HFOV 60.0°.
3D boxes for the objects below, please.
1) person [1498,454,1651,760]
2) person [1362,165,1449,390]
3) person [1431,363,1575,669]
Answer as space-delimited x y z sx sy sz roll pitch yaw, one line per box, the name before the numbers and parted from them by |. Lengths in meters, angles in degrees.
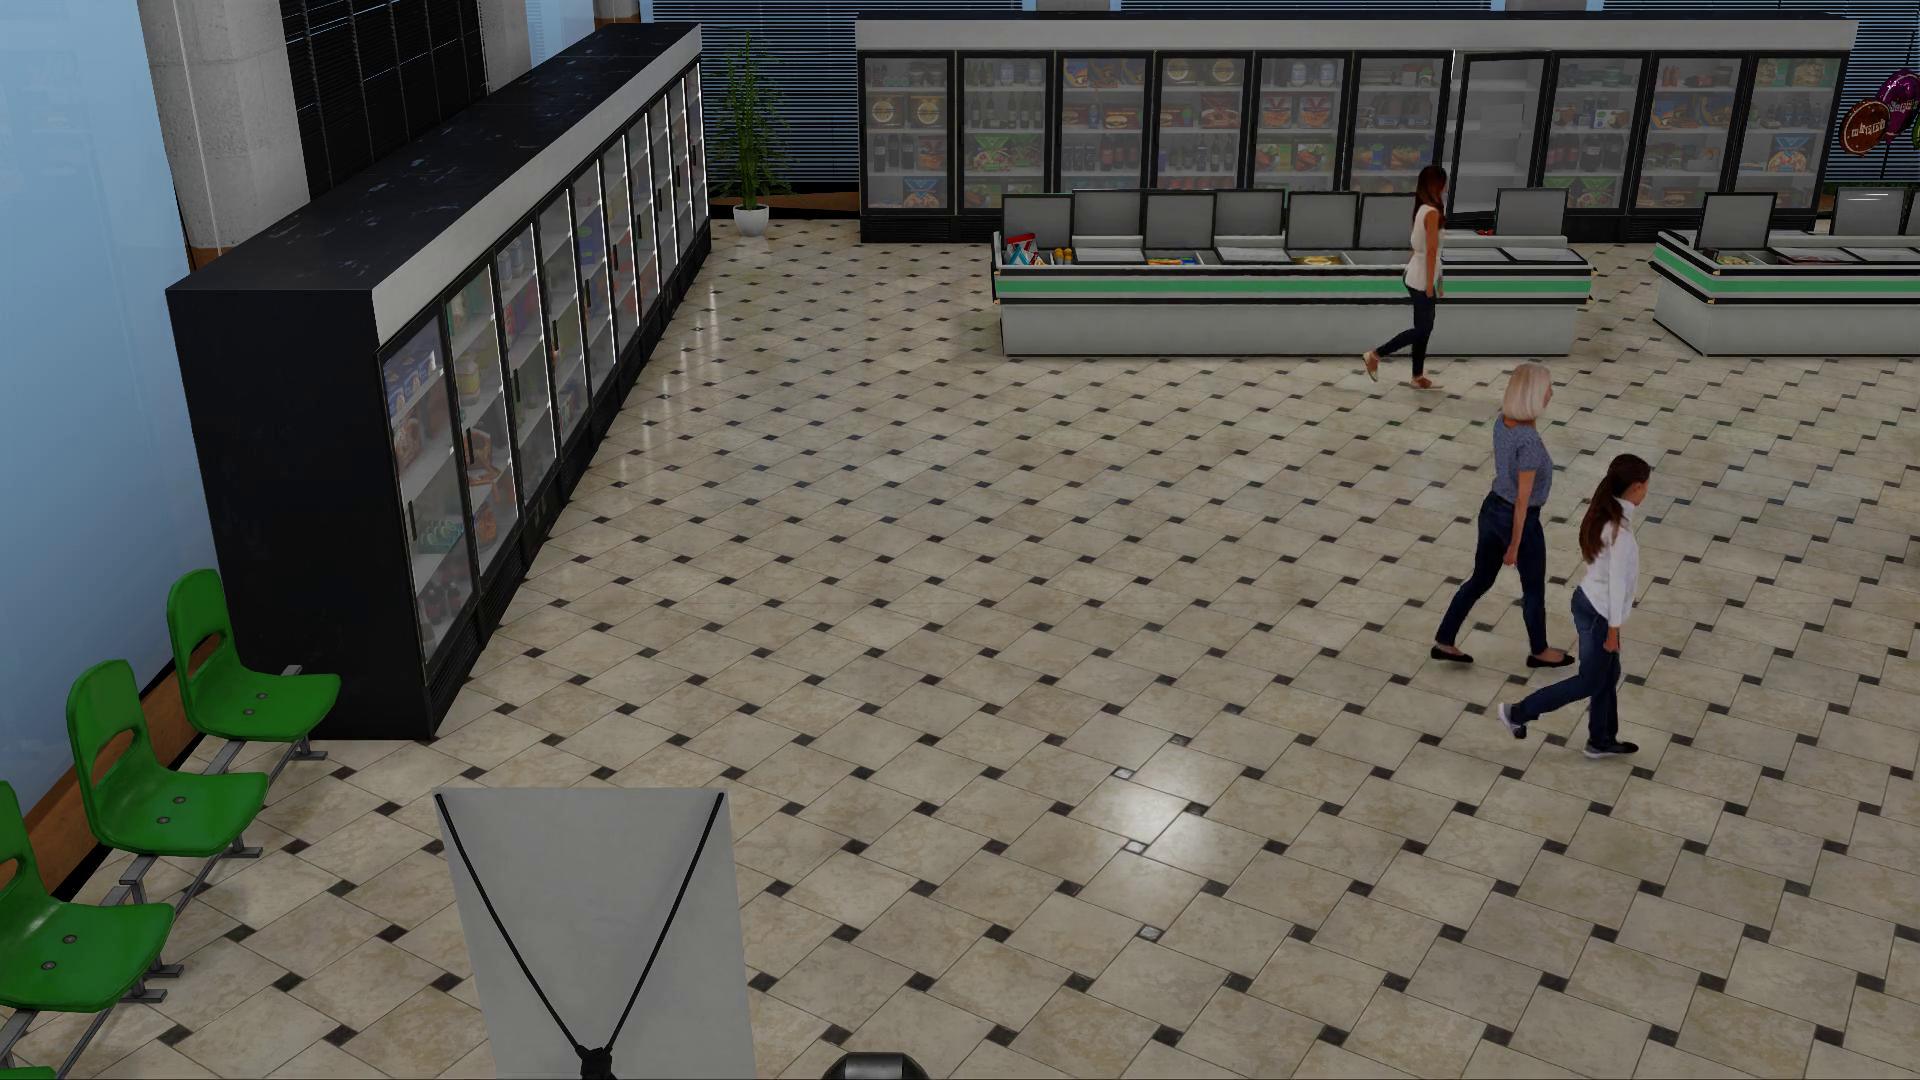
person | 2.933 0.355 7.847 0.937 1.529 0.567 2 24 5
person | 3.507 -2.006 12.948 0.904 1.765 0.643 2 24 4
person | 2.789 -0.087 8.653 1.029 1.693 0.689 -4 24 -10
